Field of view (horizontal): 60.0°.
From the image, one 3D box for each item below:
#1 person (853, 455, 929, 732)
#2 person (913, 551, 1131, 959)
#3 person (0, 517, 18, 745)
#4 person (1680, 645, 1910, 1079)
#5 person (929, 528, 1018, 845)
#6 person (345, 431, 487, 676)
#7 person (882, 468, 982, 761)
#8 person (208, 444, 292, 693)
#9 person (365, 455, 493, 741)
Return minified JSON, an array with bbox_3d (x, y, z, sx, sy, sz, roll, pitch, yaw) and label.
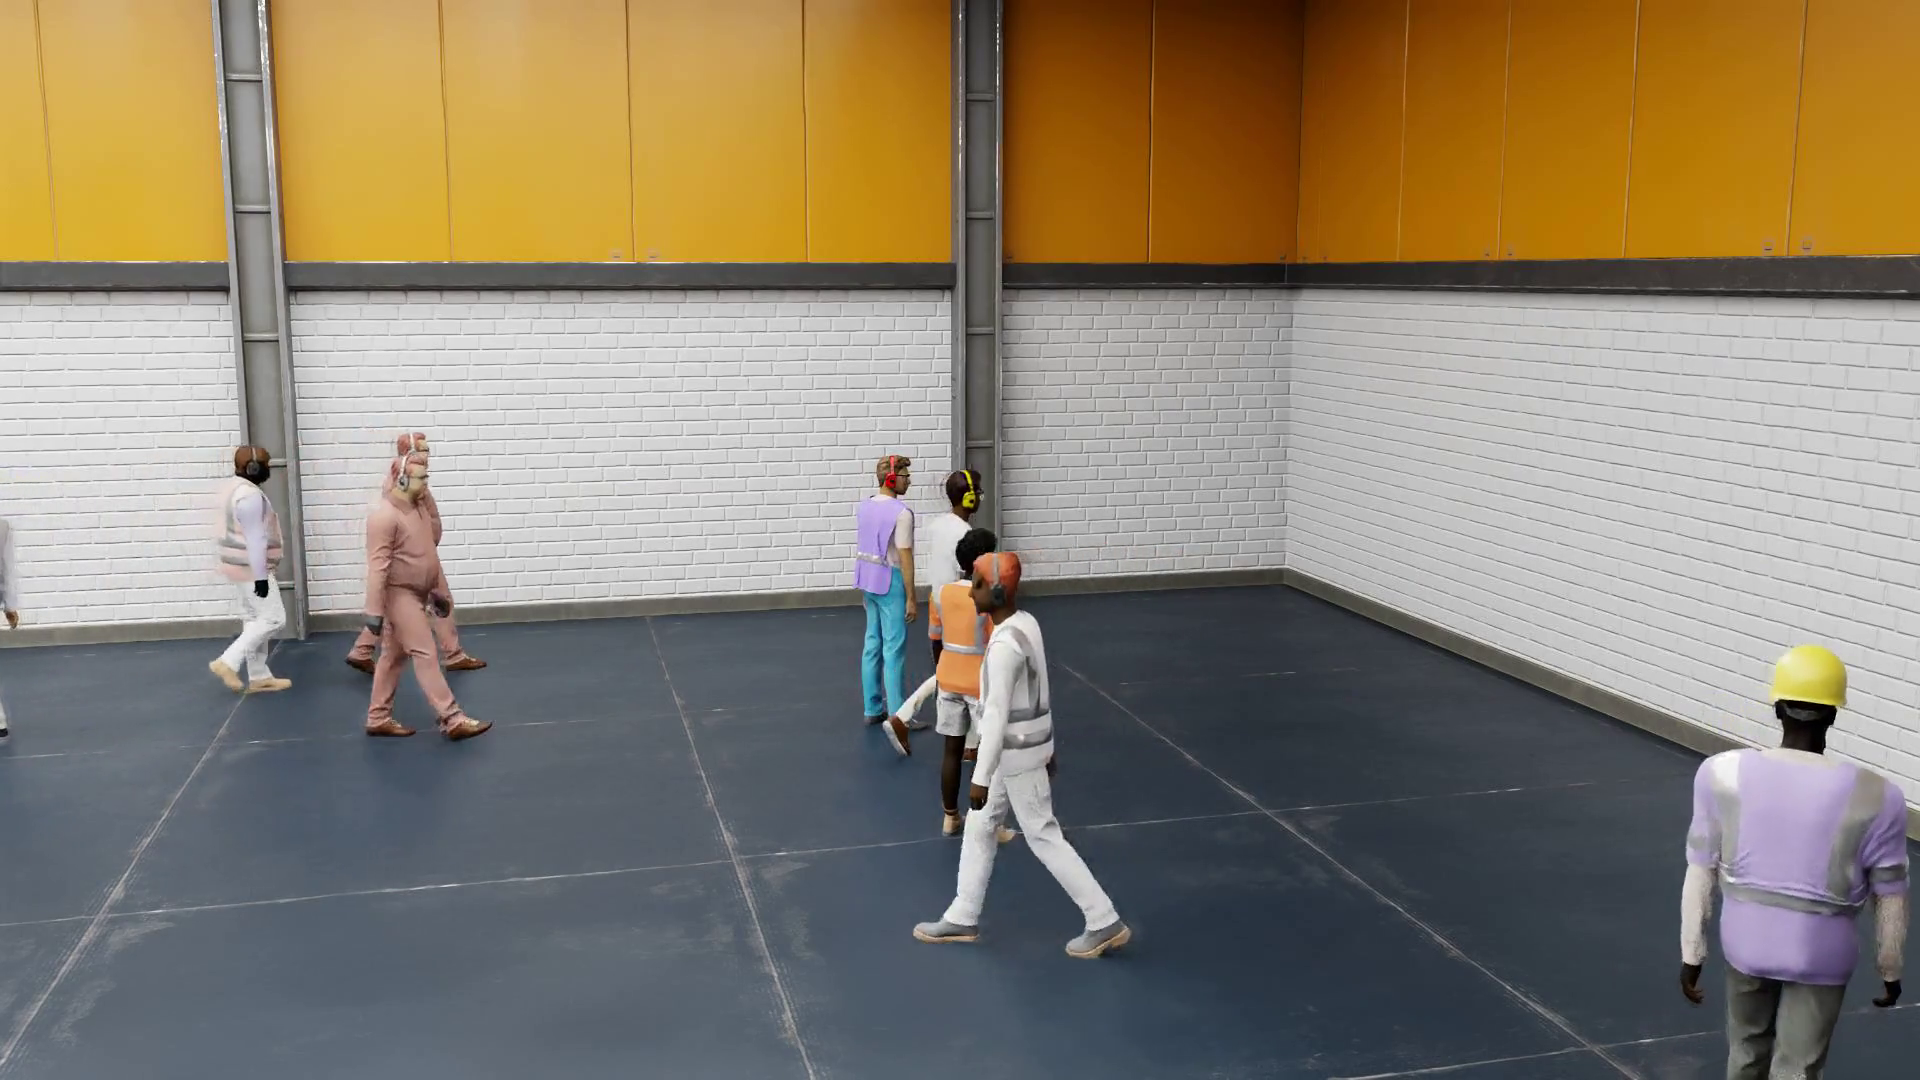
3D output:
[{"bbox_3d":[-0.493,0.356,11.042,0.397,1.840,0.564,-7,11,-36],"label":"person"},{"bbox_3d":[0.309,0.954,7.360,0.976,1.838,0.577,1,9,7],"label":"person"},{"bbox_3d":[-6.519,0.418,10.810,0.928,1.778,0.612,5,10,26],"label":"person"},{"bbox_3d":[2.645,1.255,5.255,0.608,1.893,0.884,7,12,38],"label":"person"},{"bbox_3d":[0.061,0.780,8.867,0.574,1.690,0.316,7,12,39],"label":"person"},{"bbox_3d":[-4.170,0.106,12.543,0.977,1.864,0.641,-6,11,-33],"label":"person"},{"bbox_3d":[-0.089,0.482,10.261,0.687,1.854,0.513,-5,10,-27],"label":"person"},{"bbox_3d":[-5.102,0.224,11.920,0.482,1.822,0.632,-6,11,-32],"label":"person"},{"bbox_3d":[-3.468,0.384,10.775,0.950,1.860,0.673,0,9,1],"label":"person"}]
